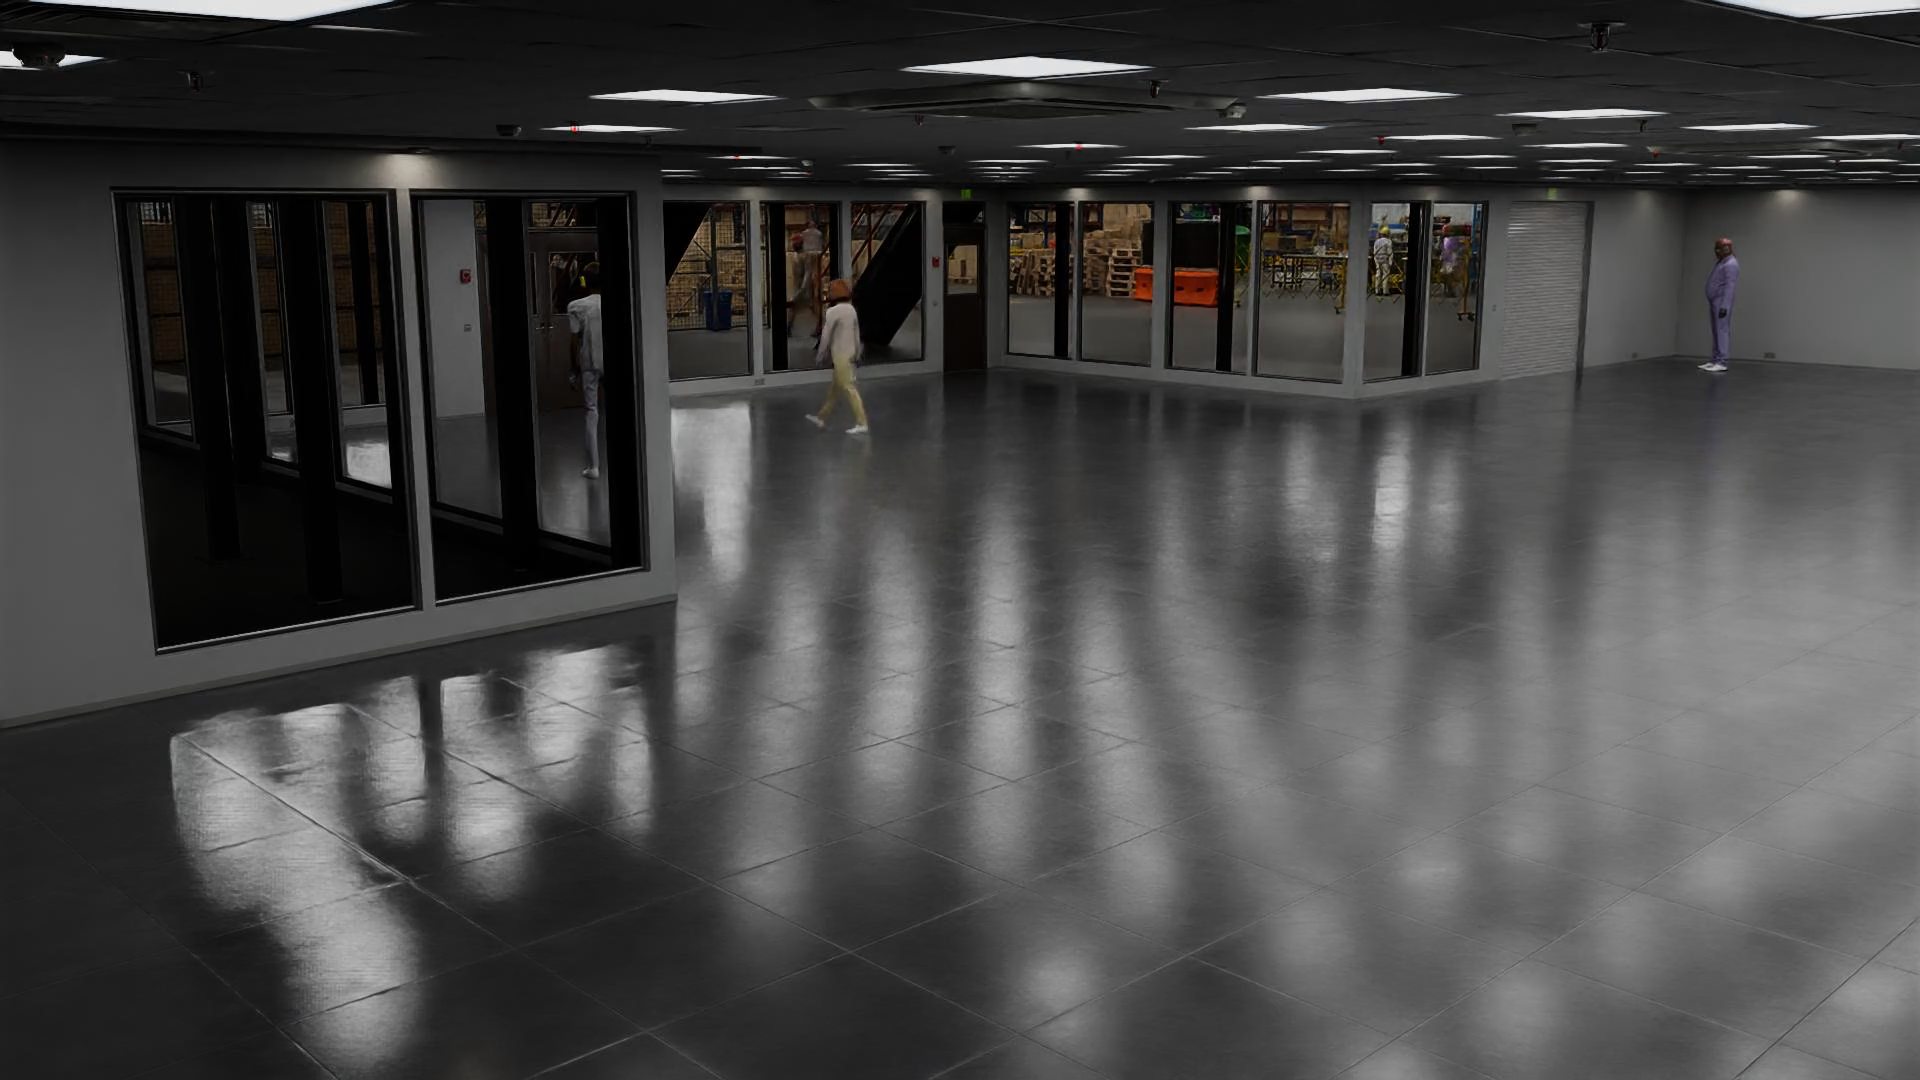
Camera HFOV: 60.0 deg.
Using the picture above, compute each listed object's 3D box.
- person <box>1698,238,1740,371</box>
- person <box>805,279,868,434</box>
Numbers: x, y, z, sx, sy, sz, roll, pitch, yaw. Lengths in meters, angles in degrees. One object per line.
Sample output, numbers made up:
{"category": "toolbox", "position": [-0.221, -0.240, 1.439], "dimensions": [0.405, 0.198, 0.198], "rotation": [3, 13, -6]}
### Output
{"category": "person", "position": [10.903, -3.374, 23.876], "dimensions": [0.410, 1.905, 0.641], "rotation": [2, 11, 10]}
{"category": "person", "position": [-1.293, -1.905, 17.306], "dimensions": [0.859, 1.587, 0.507], "rotation": [5, 12, 24]}
